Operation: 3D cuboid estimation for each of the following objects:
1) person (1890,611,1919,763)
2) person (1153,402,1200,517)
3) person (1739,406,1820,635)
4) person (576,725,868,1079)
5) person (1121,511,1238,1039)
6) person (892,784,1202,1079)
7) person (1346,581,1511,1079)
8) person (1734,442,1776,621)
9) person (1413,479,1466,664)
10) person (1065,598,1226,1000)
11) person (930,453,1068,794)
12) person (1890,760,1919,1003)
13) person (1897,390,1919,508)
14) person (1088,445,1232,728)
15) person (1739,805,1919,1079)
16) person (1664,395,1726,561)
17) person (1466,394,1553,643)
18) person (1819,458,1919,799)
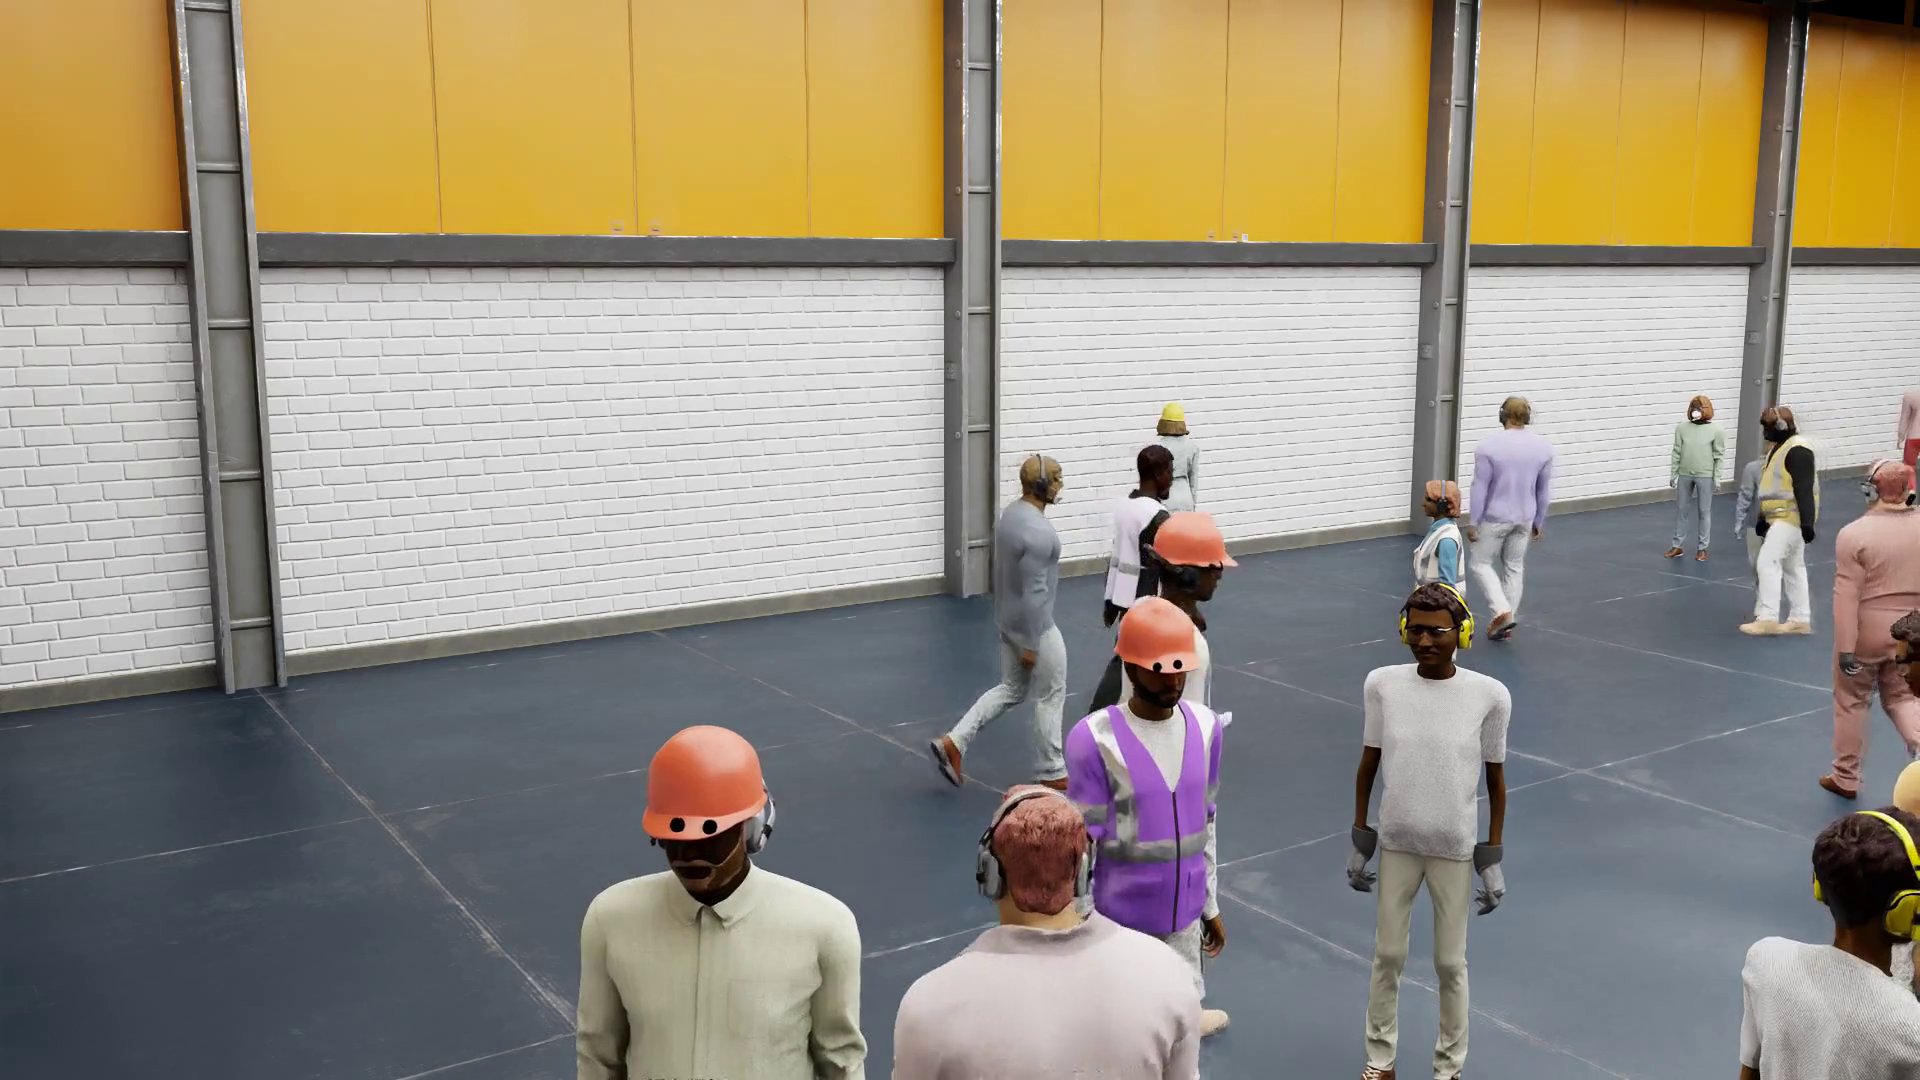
[{"bbox_3d":[3.083,1.130,5.323,0.540,1.828,0.735,-7,12,-37],"label":"person"},{"bbox_3d":[1.815,-0.305,14.236,0.483,1.745,0.301,-4,10,-24],"label":"person"},{"bbox_3d":[6.436,-0.144,13.107,0.701,1.800,0.698,2,10,14],"label":"person"},{"bbox_3d":[-0.505,1.351,3.504,0.617,1.993,0.396,1,9,4],"label":"person"},{"bbox_3d":[0.744,0.889,6.187,0.528,2.024,0.621,-2,10,-13],"label":"person"},{"bbox_3d":[0.189,1.439,3.314,0.675,1.884,0.597,-4,10,-21],"label":"person"},{"bbox_3d":[1.581,1.058,5.650,0.531,1.870,0.318,4,10,24],"label":"person"},{"bbox_3d":[6.610,-0.113,13.529,0.514,1.589,0.837,6,11,33],"label":"person"},{"bbox_3d":[2.877,0.449,10.005,0.310,1.642,0.514,2,10,10],"label":"person"},{"bbox_3d":[0.581,1.123,5.049,0.553,1.935,0.362,-5,11,-28],"label":"person"},{"bbox_3d":[0.295,0.474,9.054,0.811,1.913,0.632,-3,10,-17],"label":"person"},{"bbox_3d":[2.794,1.212,4.514,0.543,1.939,0.356,1,9,6],"label":"person"},{"bbox_3d":[11.340,-1.192,19.555,0.539,1.750,0.420,5,11,28],"label":"person"},{"bbox_3d":[1.160,0.371,9.827,1.046,1.857,0.611,-2,10,-10],"label":"person"},{"bbox_3d":[1.778,1.441,3.342,0.328,1.871,0.510,-4,10,-20],"label":"person"},{"bbox_3d":[7.269,-0.614,16.430,0.498,1.634,0.284,9,13,44],"label":"person"},{"bbox_3d":[4.200,-0.148,12.729,0.654,1.929,0.462,-2,10,-10],"label":"person"},{"bbox_3d":[4.954,0.514,8.866,0.641,1.886,0.693,0,9,-2],"label":"person"}]
